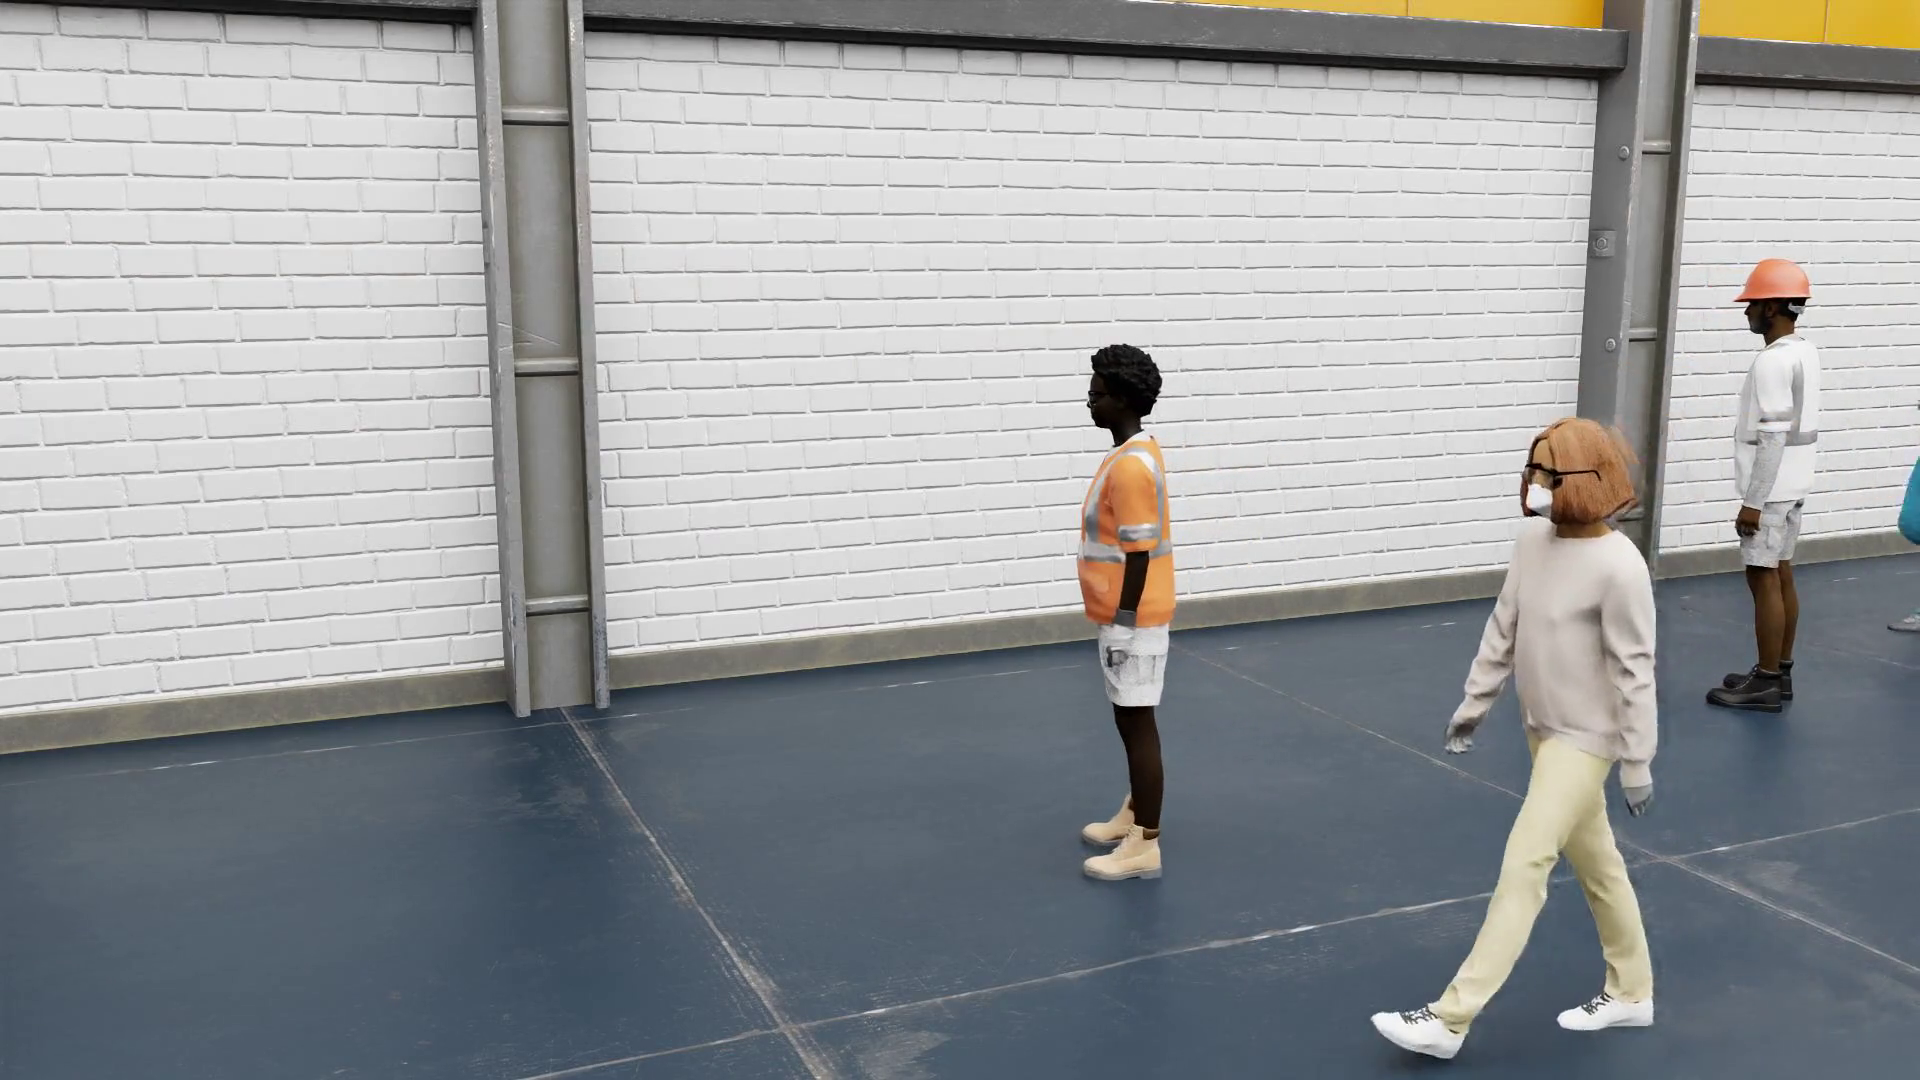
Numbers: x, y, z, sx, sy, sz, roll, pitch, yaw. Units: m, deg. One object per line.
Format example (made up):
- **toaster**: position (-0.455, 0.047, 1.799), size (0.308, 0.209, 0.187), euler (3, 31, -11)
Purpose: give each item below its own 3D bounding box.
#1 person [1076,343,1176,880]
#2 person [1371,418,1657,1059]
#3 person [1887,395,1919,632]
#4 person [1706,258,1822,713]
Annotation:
- **person**: position (0.527, 0.228, 5.292), size (0.317, 1.695, 0.540), euler (1, 10, 6)
- **person**: position (1.414, 0.498, 4.101), size (0.849, 1.593, 0.507), euler (-1, 10, -6)
- **person**: position (5.115, -0.421, 8.515), size (0.526, 1.831, 0.564), euler (0, 10, 1)
- **person**: position (3.456, -0.230, 7.156), size (0.376, 1.935, 0.550), euler (9, 13, 39)
